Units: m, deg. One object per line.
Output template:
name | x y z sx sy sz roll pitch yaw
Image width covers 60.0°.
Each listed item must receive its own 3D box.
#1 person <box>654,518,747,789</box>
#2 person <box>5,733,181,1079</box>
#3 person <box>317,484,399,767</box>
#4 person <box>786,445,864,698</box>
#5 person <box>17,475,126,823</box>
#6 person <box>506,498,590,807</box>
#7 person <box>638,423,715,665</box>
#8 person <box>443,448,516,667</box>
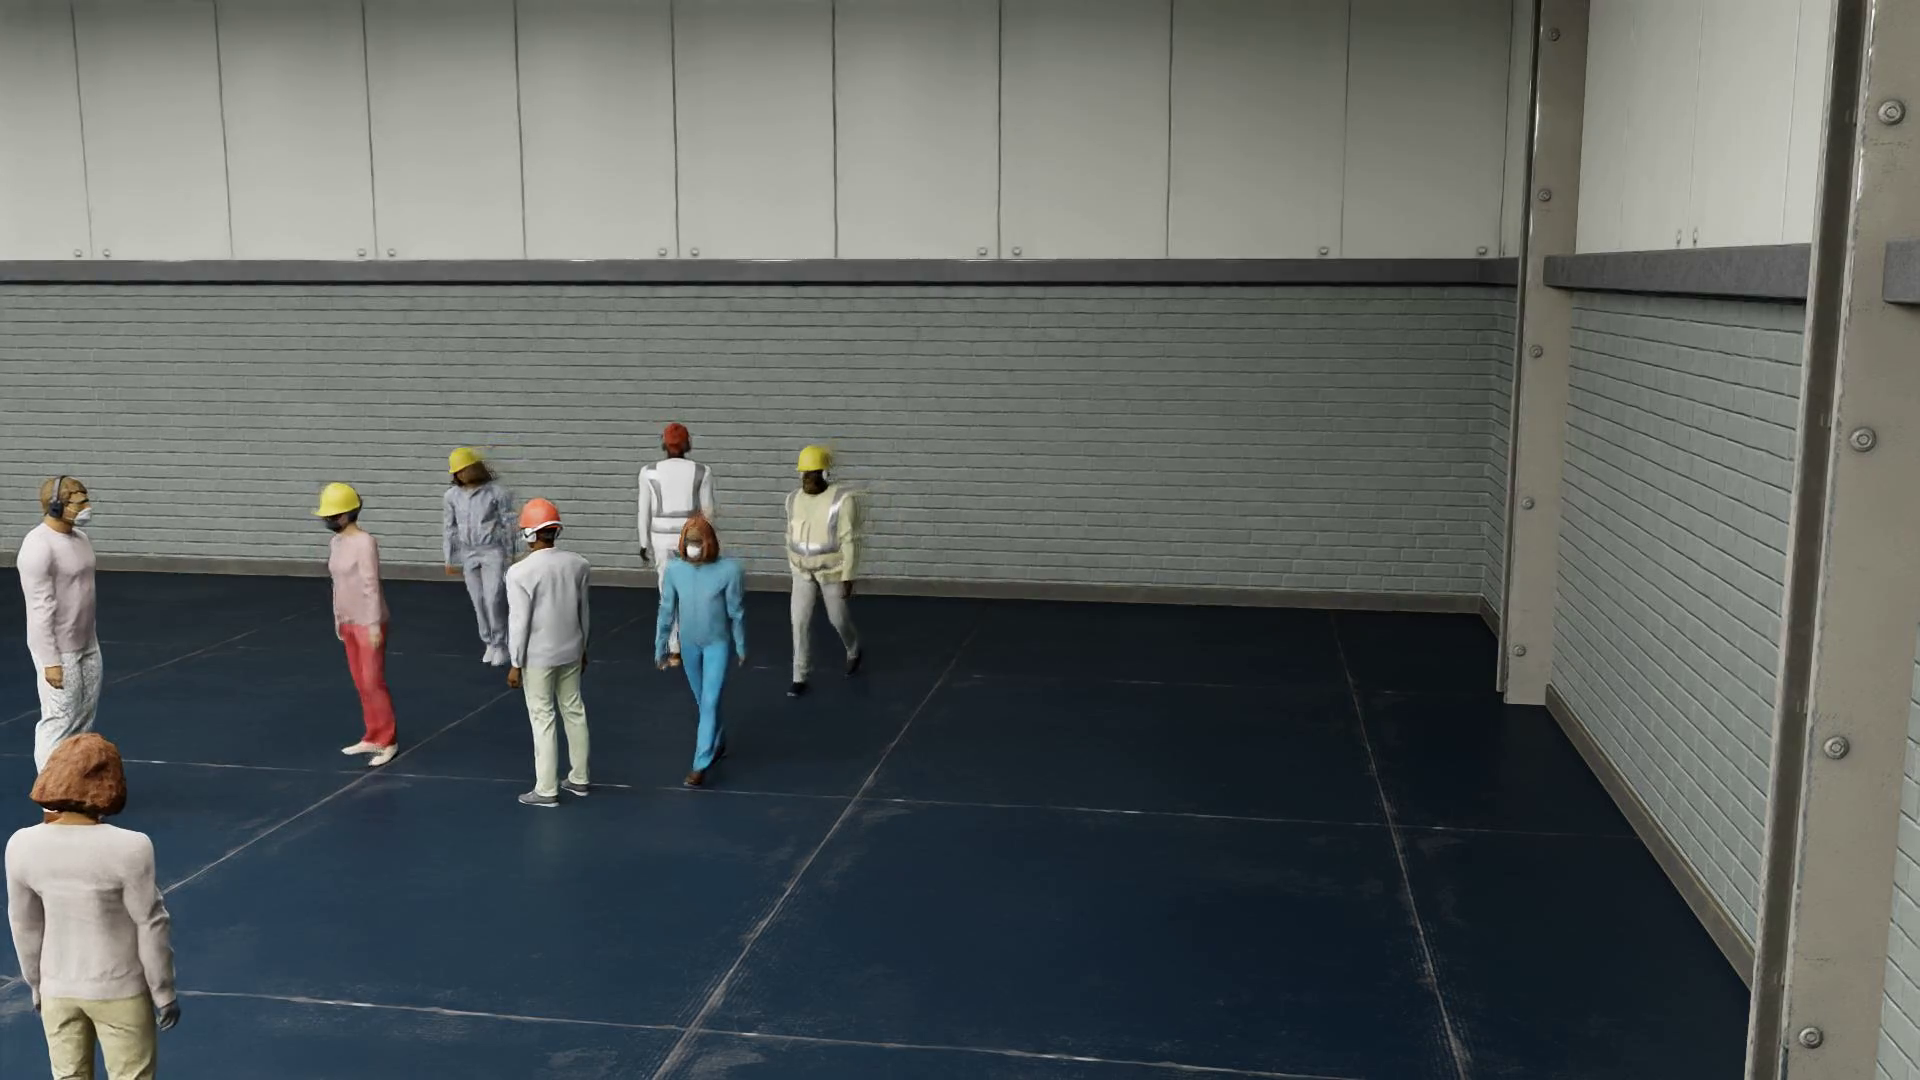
person | -1.545 0.649 9.912 0.511 1.579 0.888 2 9 13
person | -2.653 1.397 5.133 0.498 1.633 0.278 1 9 8
person | -3.700 0.521 10.208 0.578 1.759 0.409 9 13 43
person | -0.978 0.194 12.054 0.592 1.803 0.828 3 10 19
person | -4.901 0.602 9.140 0.366 1.932 0.628 -1 9 -4
person | -2.355 0.634 9.469 0.341 1.750 0.565 7 11 36
person | -2.216 0.011 13.001 0.581 1.860 0.780 -2 9 -12
person | -3.669 0.128 12.733 0.498 1.701 0.586 0 9 2
